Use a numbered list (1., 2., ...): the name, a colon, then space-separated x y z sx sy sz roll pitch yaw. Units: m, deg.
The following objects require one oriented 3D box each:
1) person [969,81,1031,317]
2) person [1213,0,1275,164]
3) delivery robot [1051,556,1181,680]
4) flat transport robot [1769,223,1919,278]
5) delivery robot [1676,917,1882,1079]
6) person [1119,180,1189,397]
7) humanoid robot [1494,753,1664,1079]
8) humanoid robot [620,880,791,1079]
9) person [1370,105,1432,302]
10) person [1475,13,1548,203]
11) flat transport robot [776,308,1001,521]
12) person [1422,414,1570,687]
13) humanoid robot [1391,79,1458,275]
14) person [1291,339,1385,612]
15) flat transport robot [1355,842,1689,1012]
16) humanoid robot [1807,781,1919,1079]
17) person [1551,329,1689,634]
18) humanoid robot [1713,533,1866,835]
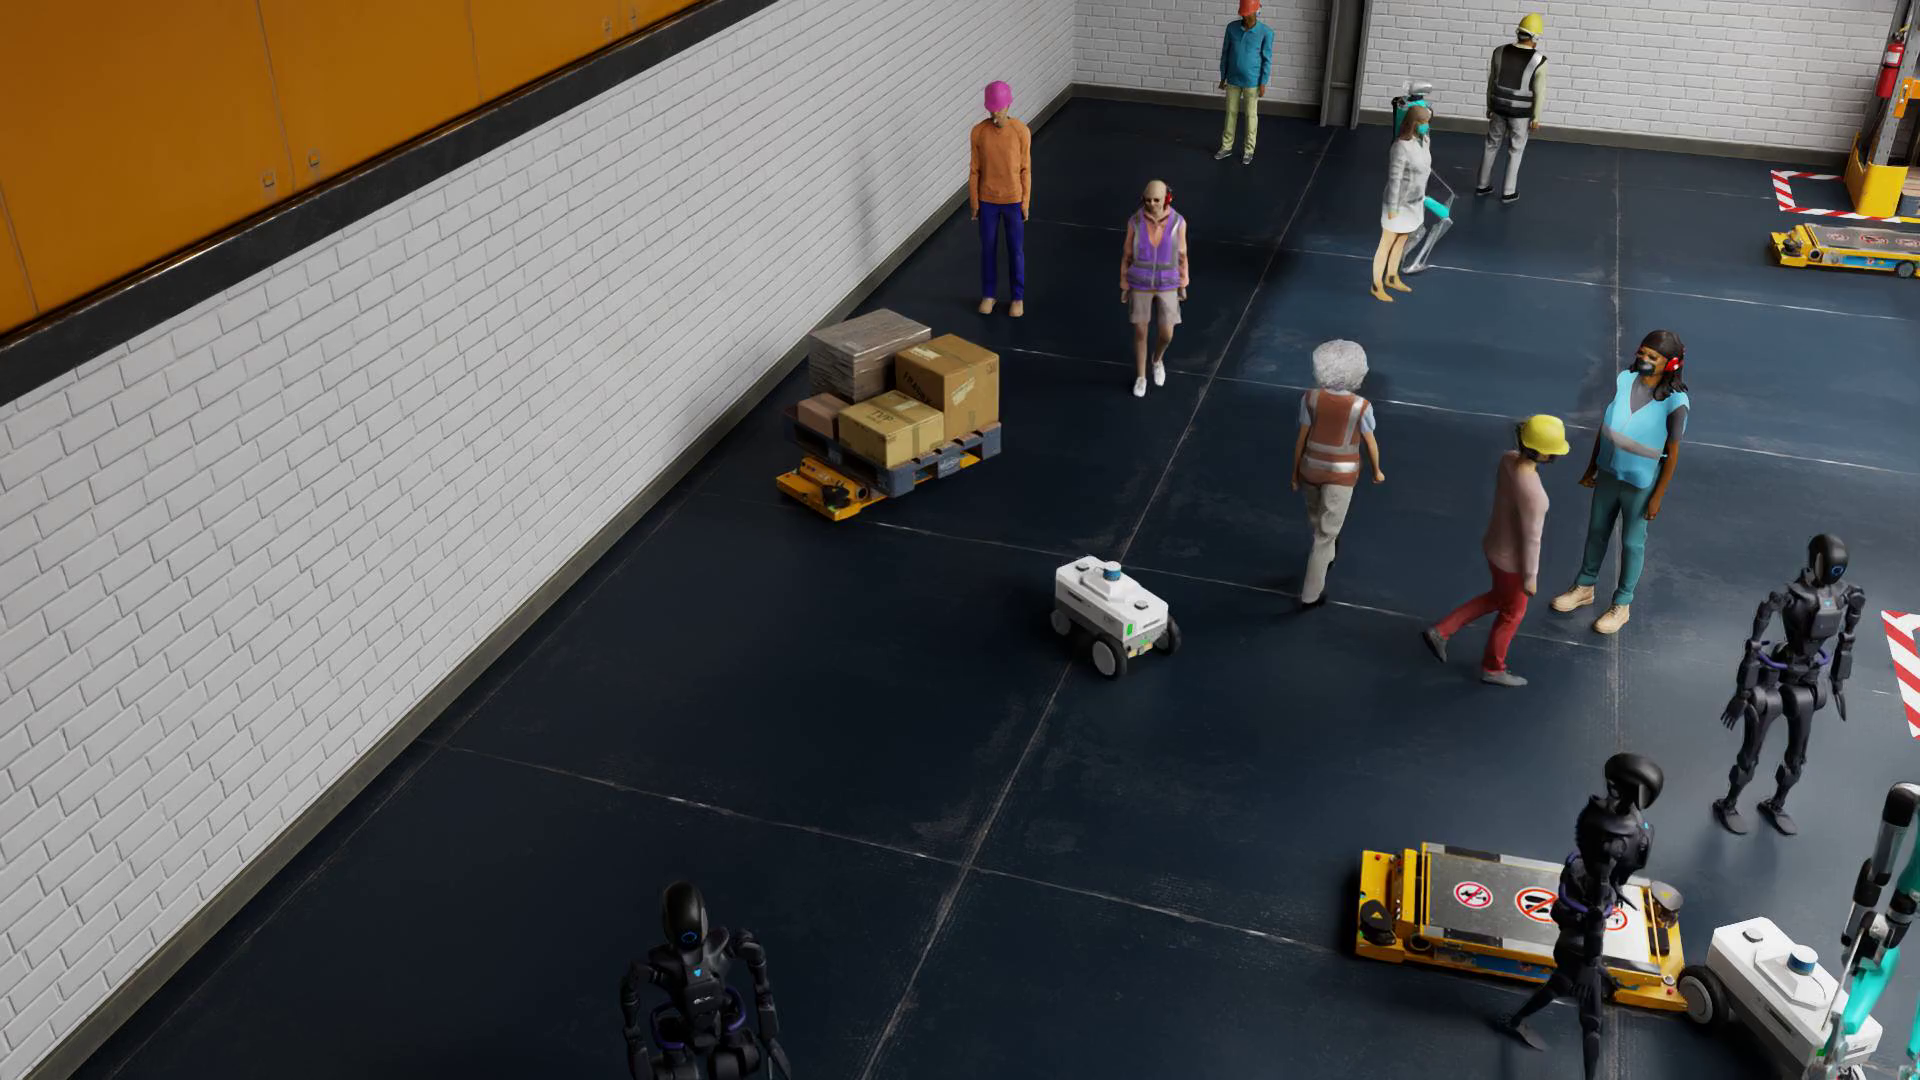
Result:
1. person: 0.325 -2.814 13.741 0.518 1.972 0.404 4 31 7
2. person: 2.956 -4.826 17.376 0.558 1.745 0.331 18 35 28
3. delivery robot: 0.876 0.403 9.648 0.499 0.585 0.785 -21 36 -31
4. flat transport robot: 8.178 -2.627 15.095 1.431 0.231 0.659 7 31 13
5. delivery robot: 3.481 1.953 7.007 0.499 0.581 0.774 -9 32 -15
6. person: 1.442 -1.867 12.405 0.514 1.675 0.399 4 31 6
7. humanoid robot: 2.566 1.505 6.708 0.589 1.645 0.602 14 33 23
8. humanoid robot: -0.894 1.903 6.019 0.589 1.637 0.661 -13 33 -21
9. person: 3.776 -2.860 14.114 0.336 1.660 0.495 27 40 37
10. person: 5.423 -4.217 16.273 0.597 1.818 0.403 26 39 36
11. flat transport robot: -0.516 -0.550 11.562 1.431 0.231 0.659 -25 38 -35
12. person: 2.943 0.078 9.042 0.514 1.742 0.531 0 30 0
13. humanoid robot: 4.073 -3.105 14.500 0.709 1.838 0.545 -8 31 -13
14. person: 2.277 -0.427 9.973 0.486 1.643 0.818 18 35 28
15. flat transport robot: 2.569 1.751 7.646 1.431 0.231 0.659 8 31 13
16. humanoid robot: 3.548 1.711 6.290 0.536 1.764 0.843 22 37 33
17. person: 3.869 -0.348 9.643 0.391 1.866 0.518 -19 36 -29
18. humanoid robot: 4.009 0.708 8.029 0.608 1.655 0.336 -4 31 -7
